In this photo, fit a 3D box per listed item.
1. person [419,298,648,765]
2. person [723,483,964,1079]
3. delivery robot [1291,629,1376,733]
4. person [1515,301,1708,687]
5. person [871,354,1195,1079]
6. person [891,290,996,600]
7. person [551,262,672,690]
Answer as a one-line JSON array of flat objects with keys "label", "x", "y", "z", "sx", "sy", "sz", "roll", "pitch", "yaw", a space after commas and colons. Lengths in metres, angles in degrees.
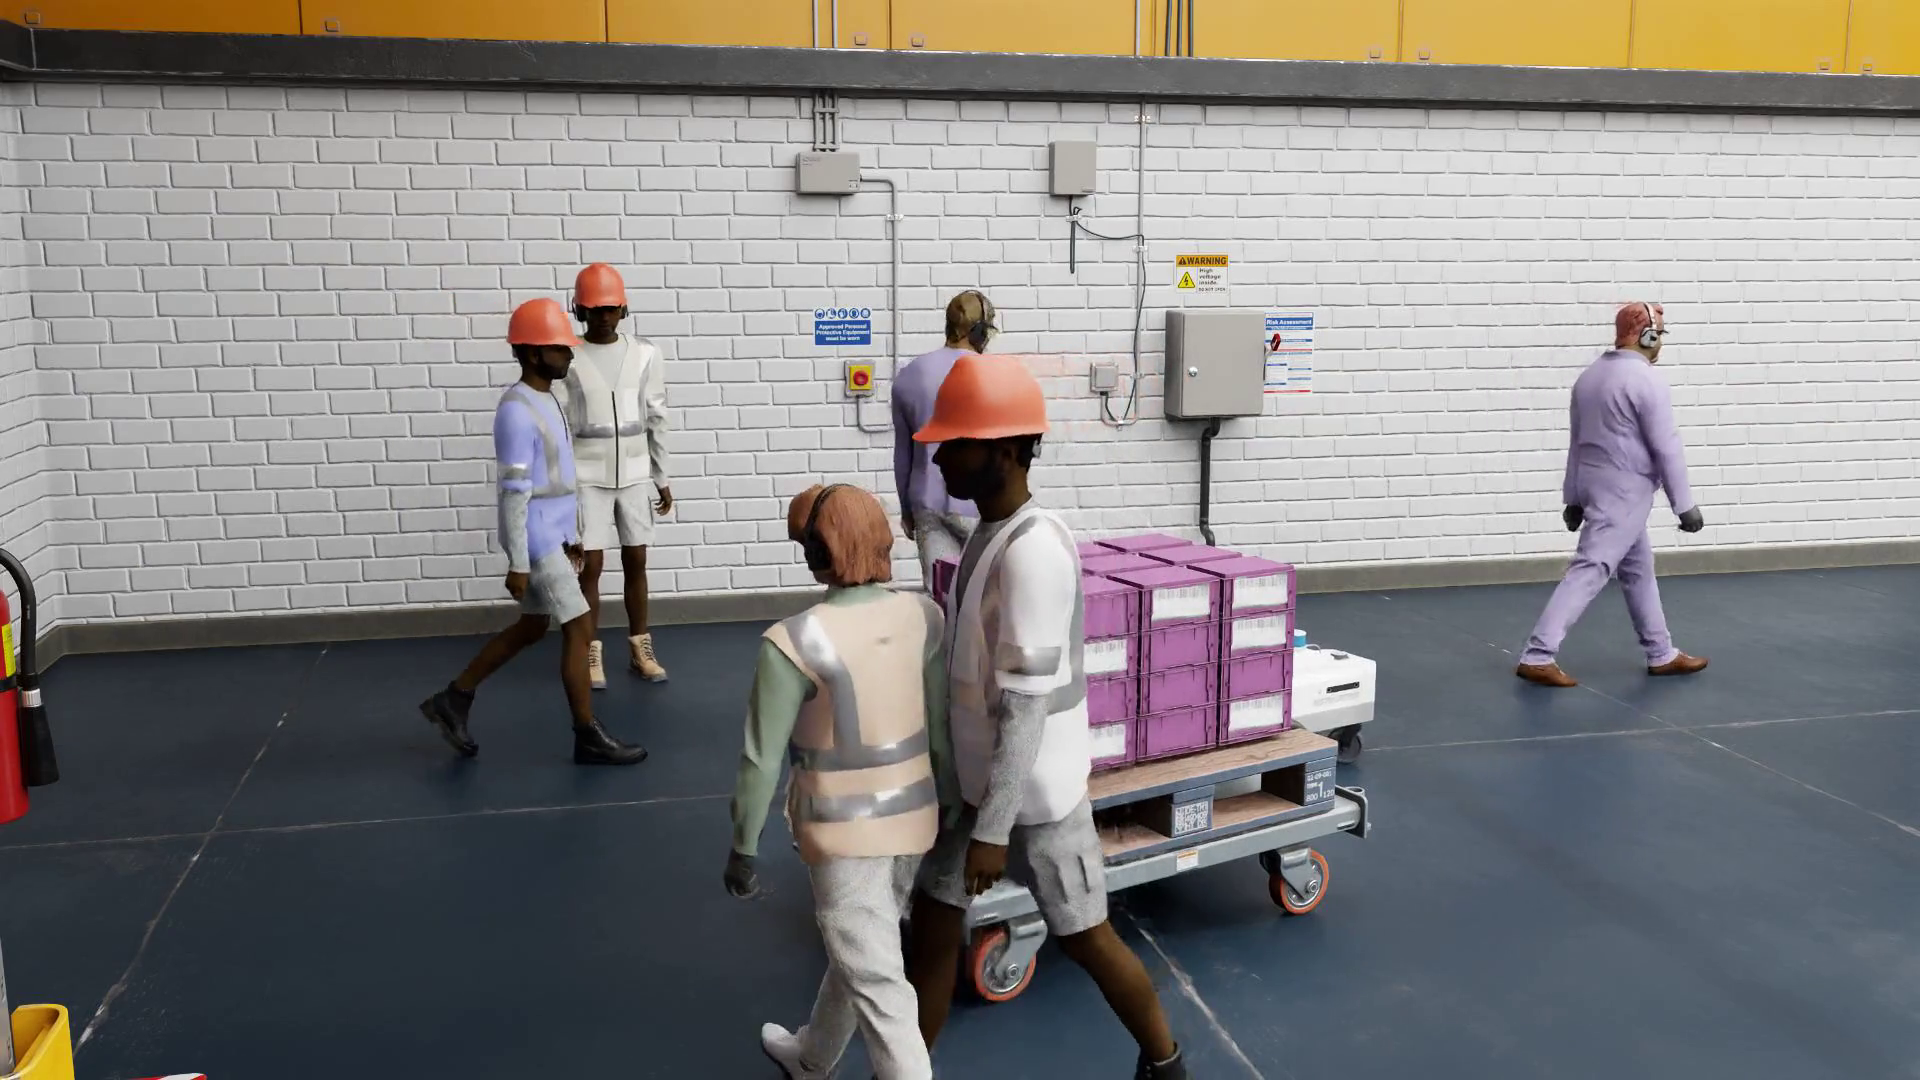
[{"label": "person", "x": -1.768, "y": -0.017, "z": 6.696, "sx": 0.882, "sy": 1.911, "sz": 0.546, "roll": -1, "pitch": 10, "yaw": -5}, {"label": "person", "x": -0.280, "y": 0.668, "z": 3.773, "sx": 0.861, "sy": 1.589, "sz": 0.522, "roll": 10, "pitch": 14, "yaw": 42}, {"label": "delivery robot", "x": 1.344, "y": 0.605, "z": 6.734, "sx": 0.707, "sy": 0.478, "sz": 0.477, "roll": -6, "pitch": 12, "yaw": -31}, {"label": "person", "x": 3.148, "y": -0.207, "z": 7.940, "sx": 1.025, "sy": 1.849, "sz": 0.629, "roll": -1, "pitch": 10, "yaw": -4}, {"label": "person", "x": 0.129, "y": 0.523, "z": 3.775, "sx": 0.996, "sy": 1.896, "sz": 0.549, "roll": -3, "pitch": 11, "yaw": -16}, {"label": "person", "x": 0.002, "y": -0.134, "z": 7.324, "sx": 0.650, "sy": 1.909, "sz": 0.548, "roll": 5, "pitch": 11, "yaw": 24}, {"label": "person", "x": -1.671, "y": -0.296, "z": 7.911, "sx": 0.614, "sy": 2.031, "sz": 0.406, "roll": -6, "pitch": 12, "yaw": -29}]
